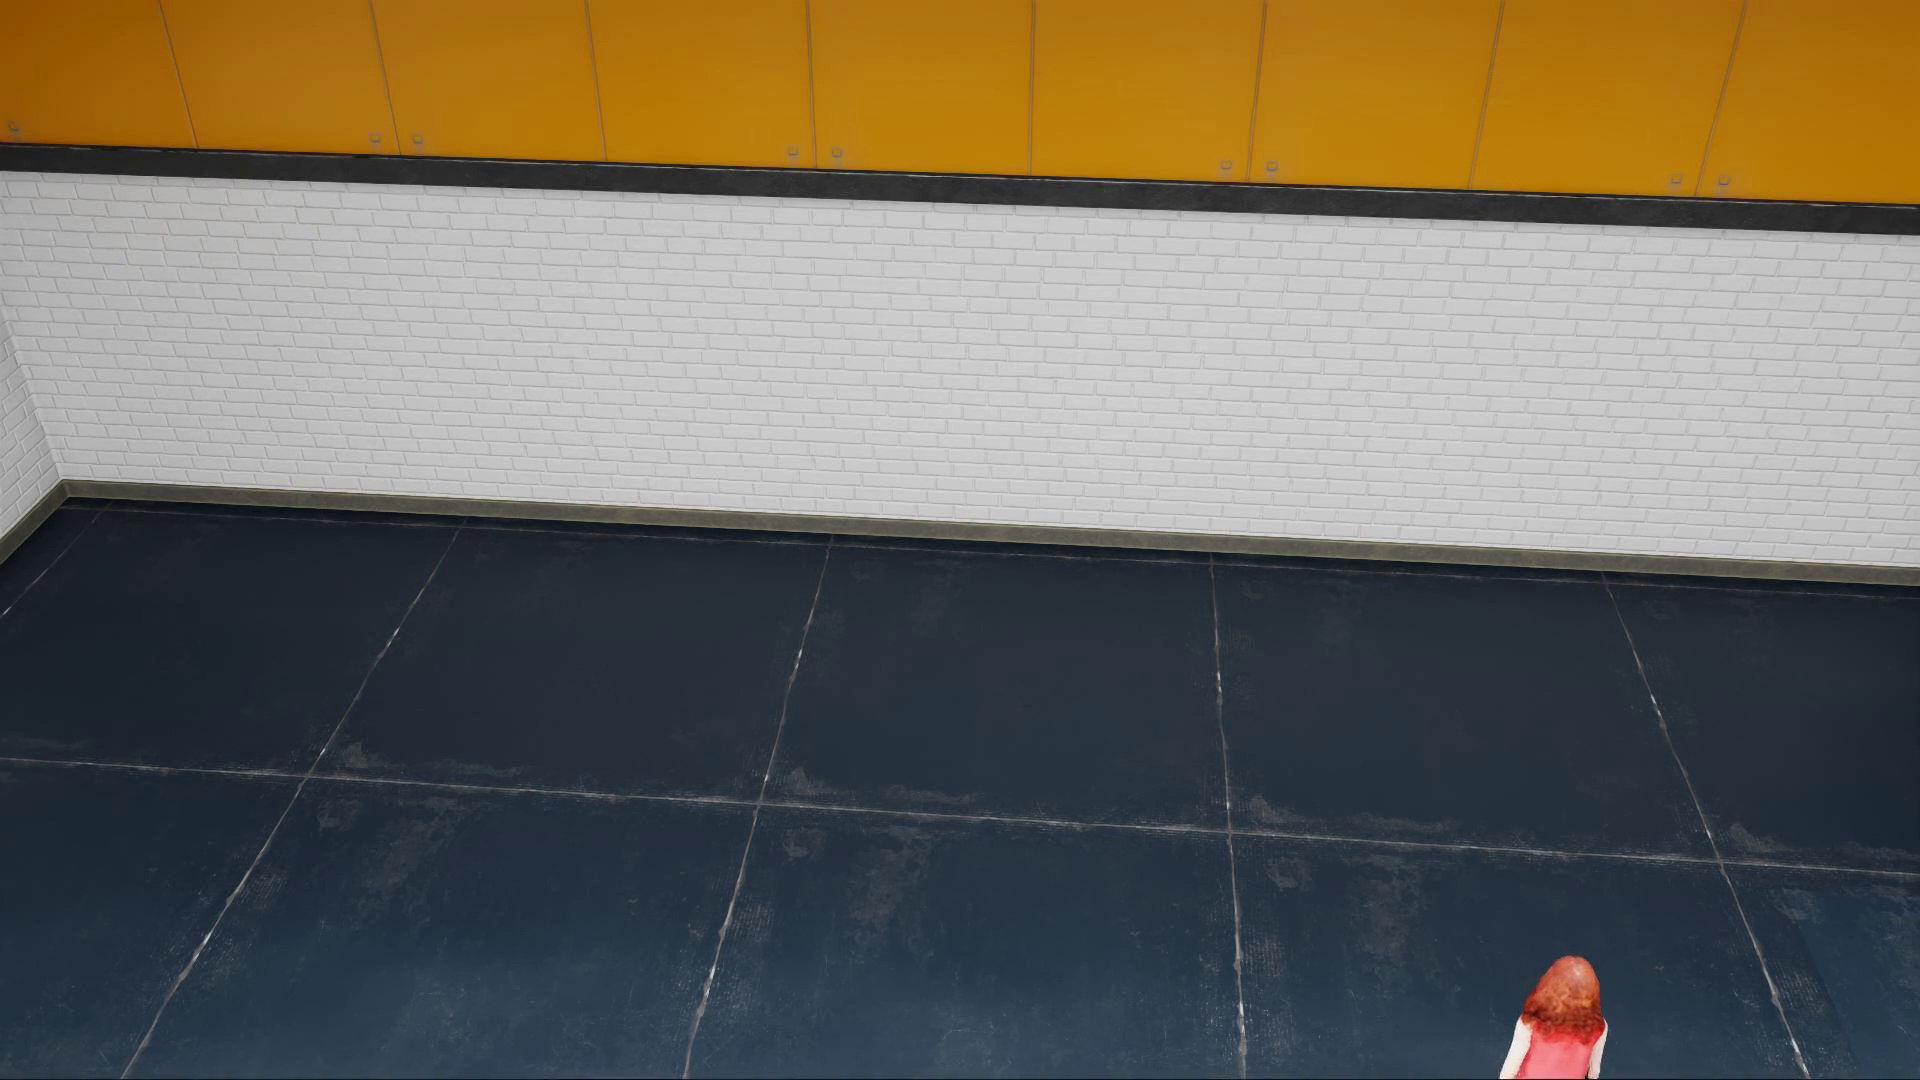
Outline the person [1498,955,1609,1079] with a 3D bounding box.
[{"bbox_3d":[2.685,2.656,7.616,0.610,1.789,1.091,4,34,7],"label":"person"}]
